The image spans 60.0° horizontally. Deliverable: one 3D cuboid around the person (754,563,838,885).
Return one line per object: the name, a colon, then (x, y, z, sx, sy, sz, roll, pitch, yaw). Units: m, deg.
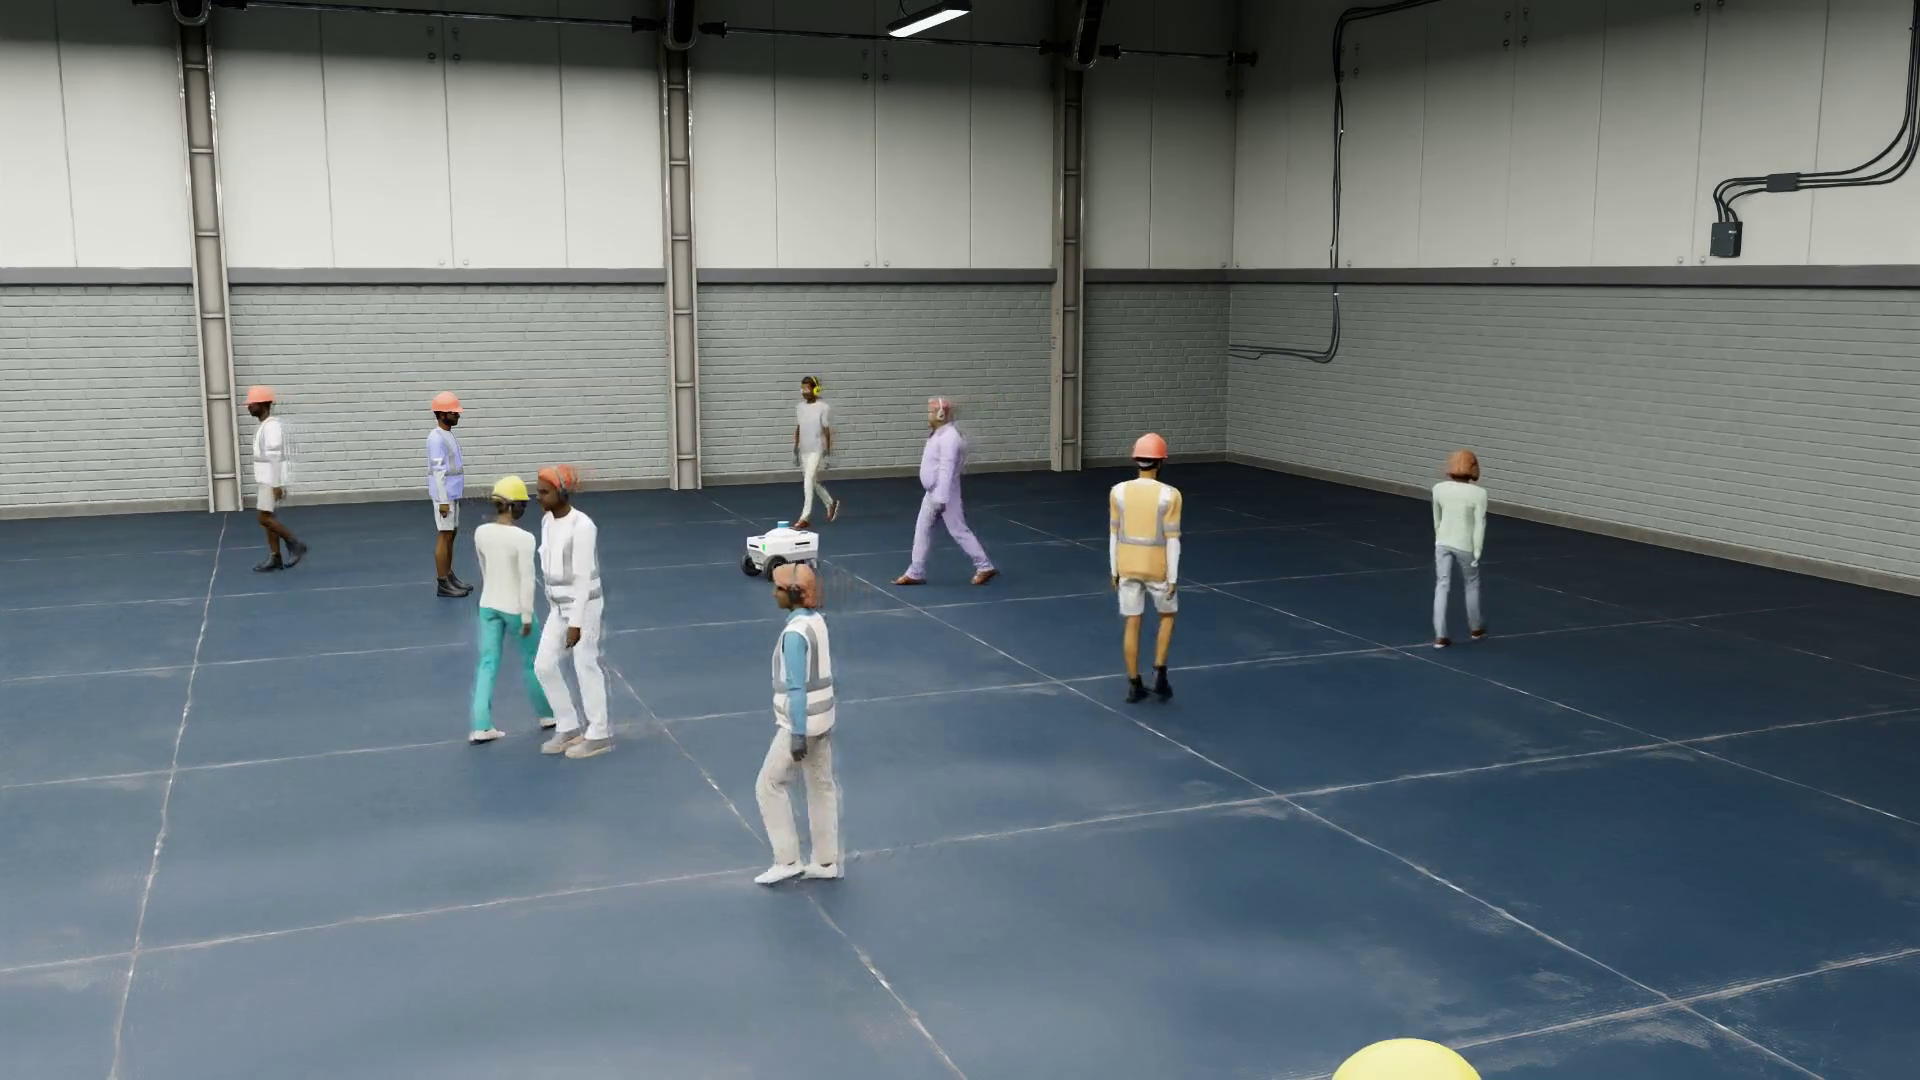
person: (-0.847, 0.915, 8.257, 0.534, 1.618, 0.546, 1, 9, 8)

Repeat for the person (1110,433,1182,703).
person: (1.324, 0.201, 11.837, 0.552, 1.923, 0.470, 4, 10, 22)

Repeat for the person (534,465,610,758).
person: (-2.457, 0.459, 10.394, 0.553, 1.861, 0.611, -9, 12, -43)

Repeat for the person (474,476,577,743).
person: (-2.925, 0.440, 10.920, 0.530, 1.733, 0.784, 4, 10, 26)

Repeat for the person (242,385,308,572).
person: (-7.040, -0.620, 16.969, 0.445, 1.923, 0.580, -6, 11, -34)

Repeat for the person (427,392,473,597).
person: (-4.828, -0.430, 15.739, 0.356, 1.937, 0.552, -1, 9, -6)

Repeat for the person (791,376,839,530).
person: (-1.762, -1.074, 20.102, 0.526, 1.842, 0.855, 7, 11, 36)

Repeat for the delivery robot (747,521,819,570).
delivery robot: (-1.775, 0.056, 16.724, 0.707, 0.478, 0.477, -8, 12, -39)

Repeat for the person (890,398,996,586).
person: (-0.131, -0.464, 16.220, 1.011, 1.862, 0.656, -2, 9, -15)

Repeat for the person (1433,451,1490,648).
person: (4.143, 0.061, 13.706, 0.503, 1.598, 0.799, 7, 12, 39)

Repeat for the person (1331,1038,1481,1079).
person: (0.617, 1.680, 2.552, 0.378, 1.918, 0.585, 0, 9, -2)
